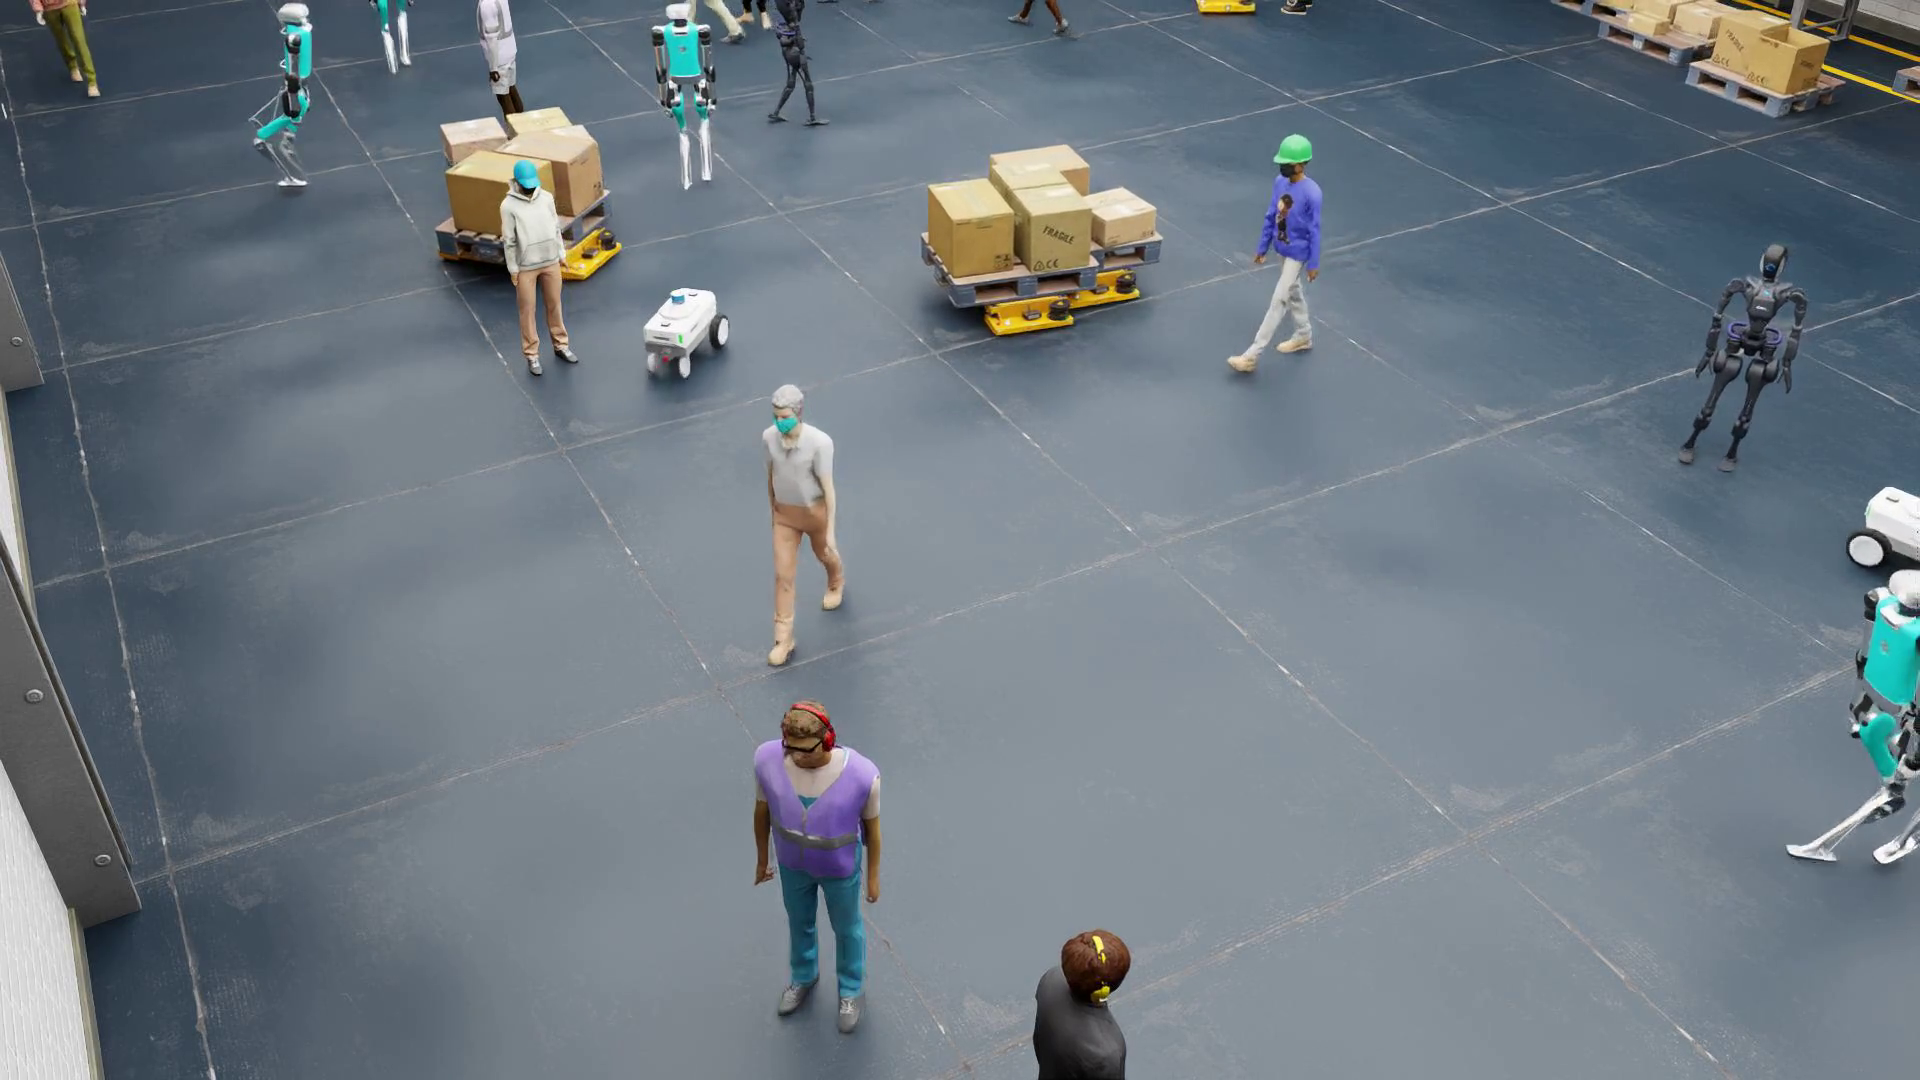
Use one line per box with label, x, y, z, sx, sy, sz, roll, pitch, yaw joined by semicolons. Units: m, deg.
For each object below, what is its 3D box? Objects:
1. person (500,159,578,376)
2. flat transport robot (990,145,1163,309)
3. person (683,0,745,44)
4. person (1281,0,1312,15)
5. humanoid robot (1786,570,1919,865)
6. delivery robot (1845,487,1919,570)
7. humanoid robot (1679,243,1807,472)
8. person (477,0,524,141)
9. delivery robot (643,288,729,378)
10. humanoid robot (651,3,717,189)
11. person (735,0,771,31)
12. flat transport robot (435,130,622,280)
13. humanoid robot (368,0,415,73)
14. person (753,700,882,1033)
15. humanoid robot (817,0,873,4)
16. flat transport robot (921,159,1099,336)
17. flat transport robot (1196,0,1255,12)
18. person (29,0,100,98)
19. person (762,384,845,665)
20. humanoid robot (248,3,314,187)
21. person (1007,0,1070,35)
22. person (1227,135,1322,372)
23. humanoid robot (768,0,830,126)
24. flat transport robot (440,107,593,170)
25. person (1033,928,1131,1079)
person;-3.152;-2.049;12.419;0.464;1.671;0.388;-24;41;-30
flat transport robot;0.935;-2.376;14.108;0.659;0.231;1.431;-11;37;-16
person;-2.891;-6.433;18.579;0.875;1.798;0.616;-4;35;-6
person;4.072;-7.174;19.492;0.365;1.958;0.608;15;38;20
humanoid robot;4.687;0.904;8.154;0.913;1.761;0.580;-6;35;-9
delivery robot;6.090;-0.030;10.498;0.499;0.582;0.773;-27;43;-33
humanoid robot;5.343;-1.233;11.249;0.612;1.652;0.324;15;38;20
person;-4.431;-4.628;15.881;0.381;1.929;0.541;0;35;0
delivery robot;-2.145;-1.639;12.793;0.499;0.580;0.757;9;36;13
humanoid robot;-2.486;-4.107;15.288;0.533;1.781;0.750;-3;35;-4
person;-2.471;-6.726;19.108;0.334;1.654;0.717;-24;41;-30
flat transport robot;-3.719;-2.550;14.356;1.431;0.231;0.659;11;37;16
humanoid robot;-6.160;-5.895;17.915;0.540;1.848;0.784;-15;38;-21
person;-0.621;1.412;7.327;0.573;1.842;0.393;7;36;10
humanoid robot;-1.357;-7.205;19.832;0.768;1.645;0.589;-5;35;-7
flat transport robot;0.387;-2.115;13.735;0.659;0.231;1.431;-10;36;-14
flat transport robot;3.167;-6.780;20.396;0.659;0.231;1.431;-1;35;-2
person;-9.422;-5.599;17.386;0.510;1.791;0.971;-16;38;-21
person;-0.901;-0.174;9.713;0.479;1.709;0.890;10;36;14
humanoid robot;-6.178;-3.943;15.136;0.833;1.837;0.545;-4;35;-5
person;0.926;-6.725;18.911;0.911;1.895;0.579;23;41;29
person;2.408;-2.149;12.436;0.899;1.824;0.488;-17;38;-22
humanoid robot;-1.656;-4.965;16.603;0.606;1.651;0.601;-9;36;-13
flat transport robot;-3.980;-3.186;15.265;0.659;0.231;1.431;-15;38;-20
person;0.459;2.146;6.253;0.344;1.874;0.501;-14;38;-20
